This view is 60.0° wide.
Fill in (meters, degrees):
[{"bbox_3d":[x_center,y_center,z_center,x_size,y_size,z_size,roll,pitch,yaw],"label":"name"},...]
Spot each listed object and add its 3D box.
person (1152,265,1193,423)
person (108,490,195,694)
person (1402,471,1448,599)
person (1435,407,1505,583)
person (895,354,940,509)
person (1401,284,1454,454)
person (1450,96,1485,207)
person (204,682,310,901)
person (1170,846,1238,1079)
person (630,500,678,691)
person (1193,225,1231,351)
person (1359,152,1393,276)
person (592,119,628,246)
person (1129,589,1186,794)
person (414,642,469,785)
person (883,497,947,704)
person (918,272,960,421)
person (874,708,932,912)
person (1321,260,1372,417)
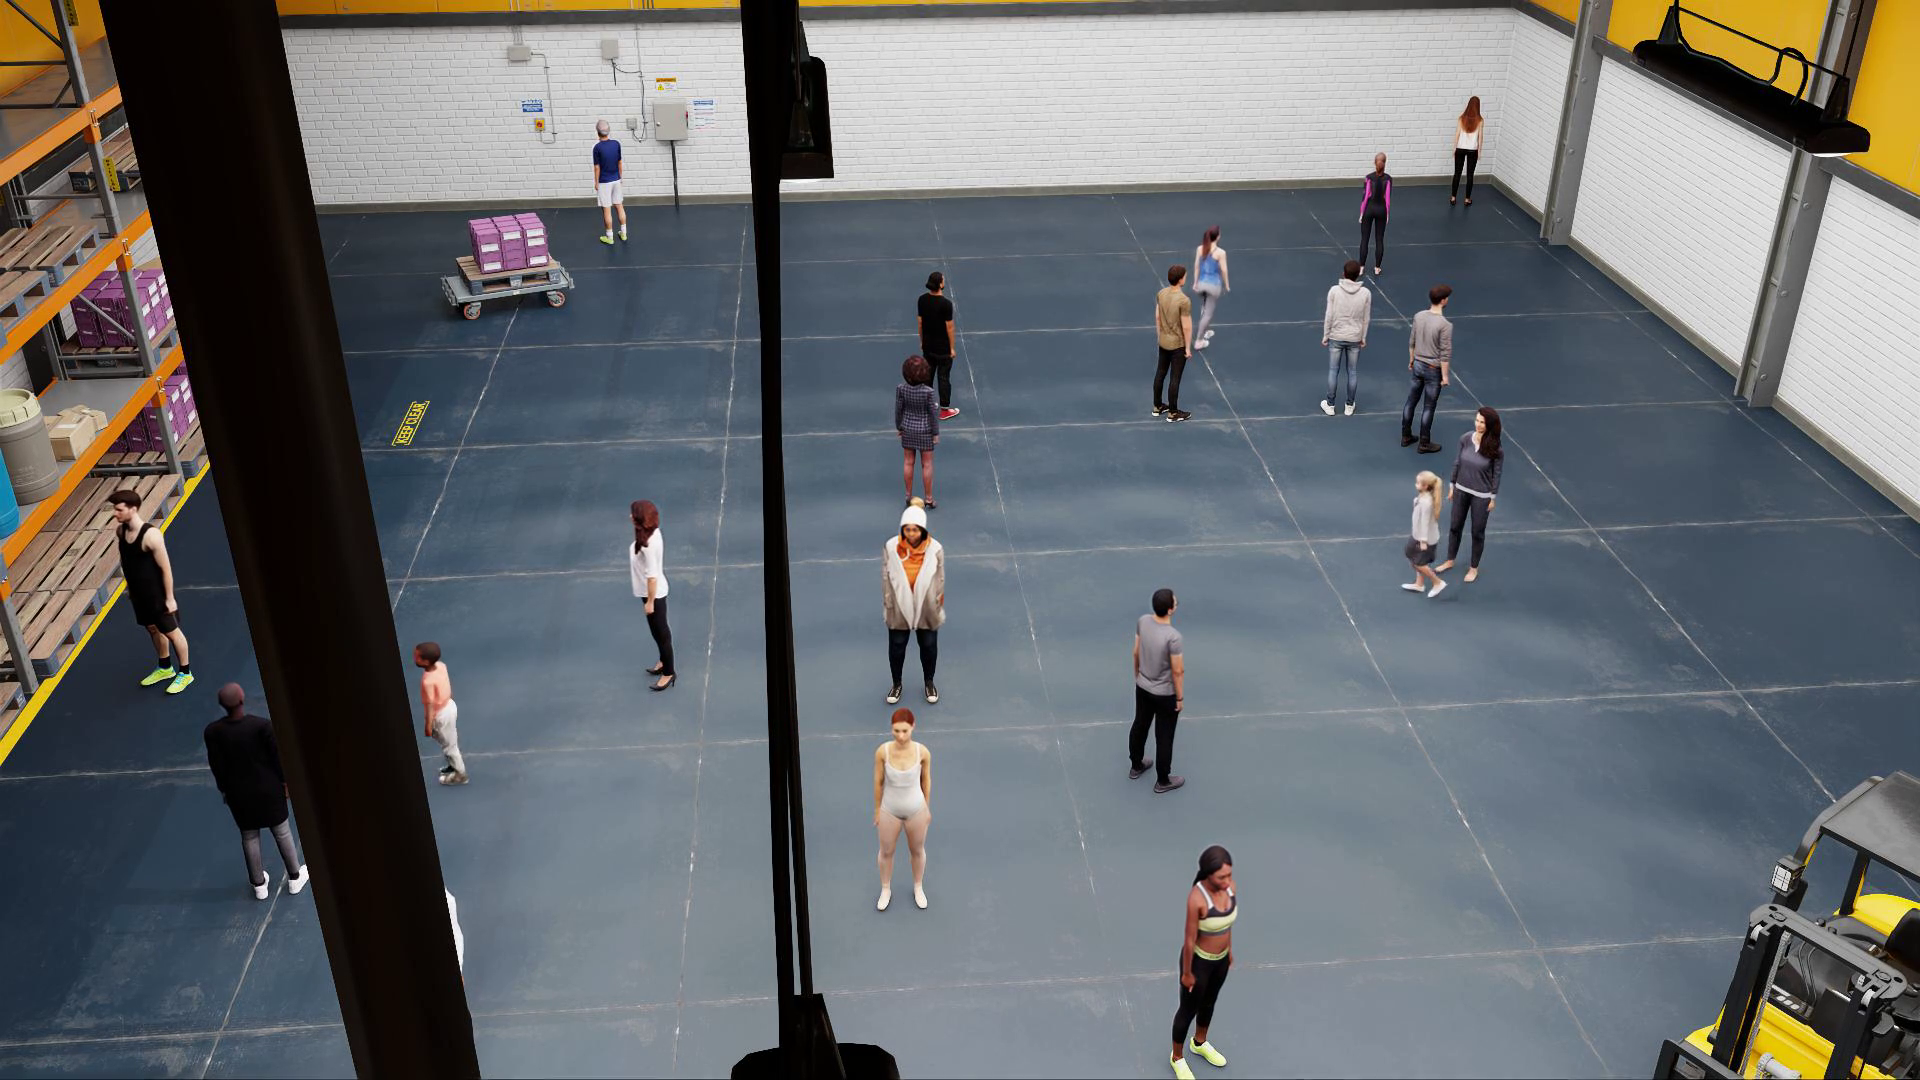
[{"bbox_3d":[2.442,-2.280,19.155,0.810,1.852,0.703,-21,35,-34],"label":"person"},{"bbox_3d":[-6.893,0.415,14.173,0.776,1.892,0.781,14,31,23],"label":"person"},{"bbox_3d":[4.433,-0.037,15.662,0.704,1.259,0.675,8,30,14],"label":"person"},{"bbox_3d":[4.909,-0.455,15.897,0.680,1.768,0.735,21,35,33],"label":"person"},{"bbox_3d":[-0.438,-1.103,17.153,0.693,1.701,0.682,9,30,17],"label":"person"},{"bbox_3d":[5.174,-1.902,18.408,0.830,1.903,0.689,-18,34,-30],"label":"person"},{"bbox_3d":[8.070,-6.192,26.464,0.649,1.721,0.656,12,31,21],"label":"person"},{"bbox_3d":[-5.020,1.776,11.815,0.664,1.761,0.581,-6,29,-10],"label":"person"},{"bbox_3d":[1.516,2.599,10.313,0.646,1.754,0.667,-20,35,-33],"label":"person"},{"bbox_3d":[-2.608,0.459,14.194,0.695,1.794,0.492,-6,29,-11],"label":"person"},{"bbox_3d":[3.119,-3.177,21.073,0.831,1.590,0.880,25,37,38],"label":"person"},{"bbox_3d":[5.867,-4.626,23.560,0.599,1.751,0.598,3,29,5],"label":"person"},{"bbox_3d":[-5.235,-5.353,24.803,0.722,1.839,0.758,-24,37,-37],"label":"person"},{"bbox_3d":[1.540,1.147,12.974,0.759,1.754,0.669,-24,36,-36],"label":"person"},{"bbox_3d":[-4.002,1.363,13.052,0.600,1.299,0.488,3,29,5],"label":"person"},{"bbox_3d":[-0.385,0.507,14.009,0.708,1.888,0.686,0,29,0],"label":"person"},{"bbox_3d":[-0.265,-2.253,19.203,0.727,1.758,0.765,17,33,28],"label":"person"},{"bbox_3d":[-0.403,1.889,11.731,0.553,1.643,0.478,-1,29,-2],"label":"person"},{"bbox_3d":[4.459,-2.344,19.270,0.701,1.853,0.622,2,29,4],"label":"person"}]
